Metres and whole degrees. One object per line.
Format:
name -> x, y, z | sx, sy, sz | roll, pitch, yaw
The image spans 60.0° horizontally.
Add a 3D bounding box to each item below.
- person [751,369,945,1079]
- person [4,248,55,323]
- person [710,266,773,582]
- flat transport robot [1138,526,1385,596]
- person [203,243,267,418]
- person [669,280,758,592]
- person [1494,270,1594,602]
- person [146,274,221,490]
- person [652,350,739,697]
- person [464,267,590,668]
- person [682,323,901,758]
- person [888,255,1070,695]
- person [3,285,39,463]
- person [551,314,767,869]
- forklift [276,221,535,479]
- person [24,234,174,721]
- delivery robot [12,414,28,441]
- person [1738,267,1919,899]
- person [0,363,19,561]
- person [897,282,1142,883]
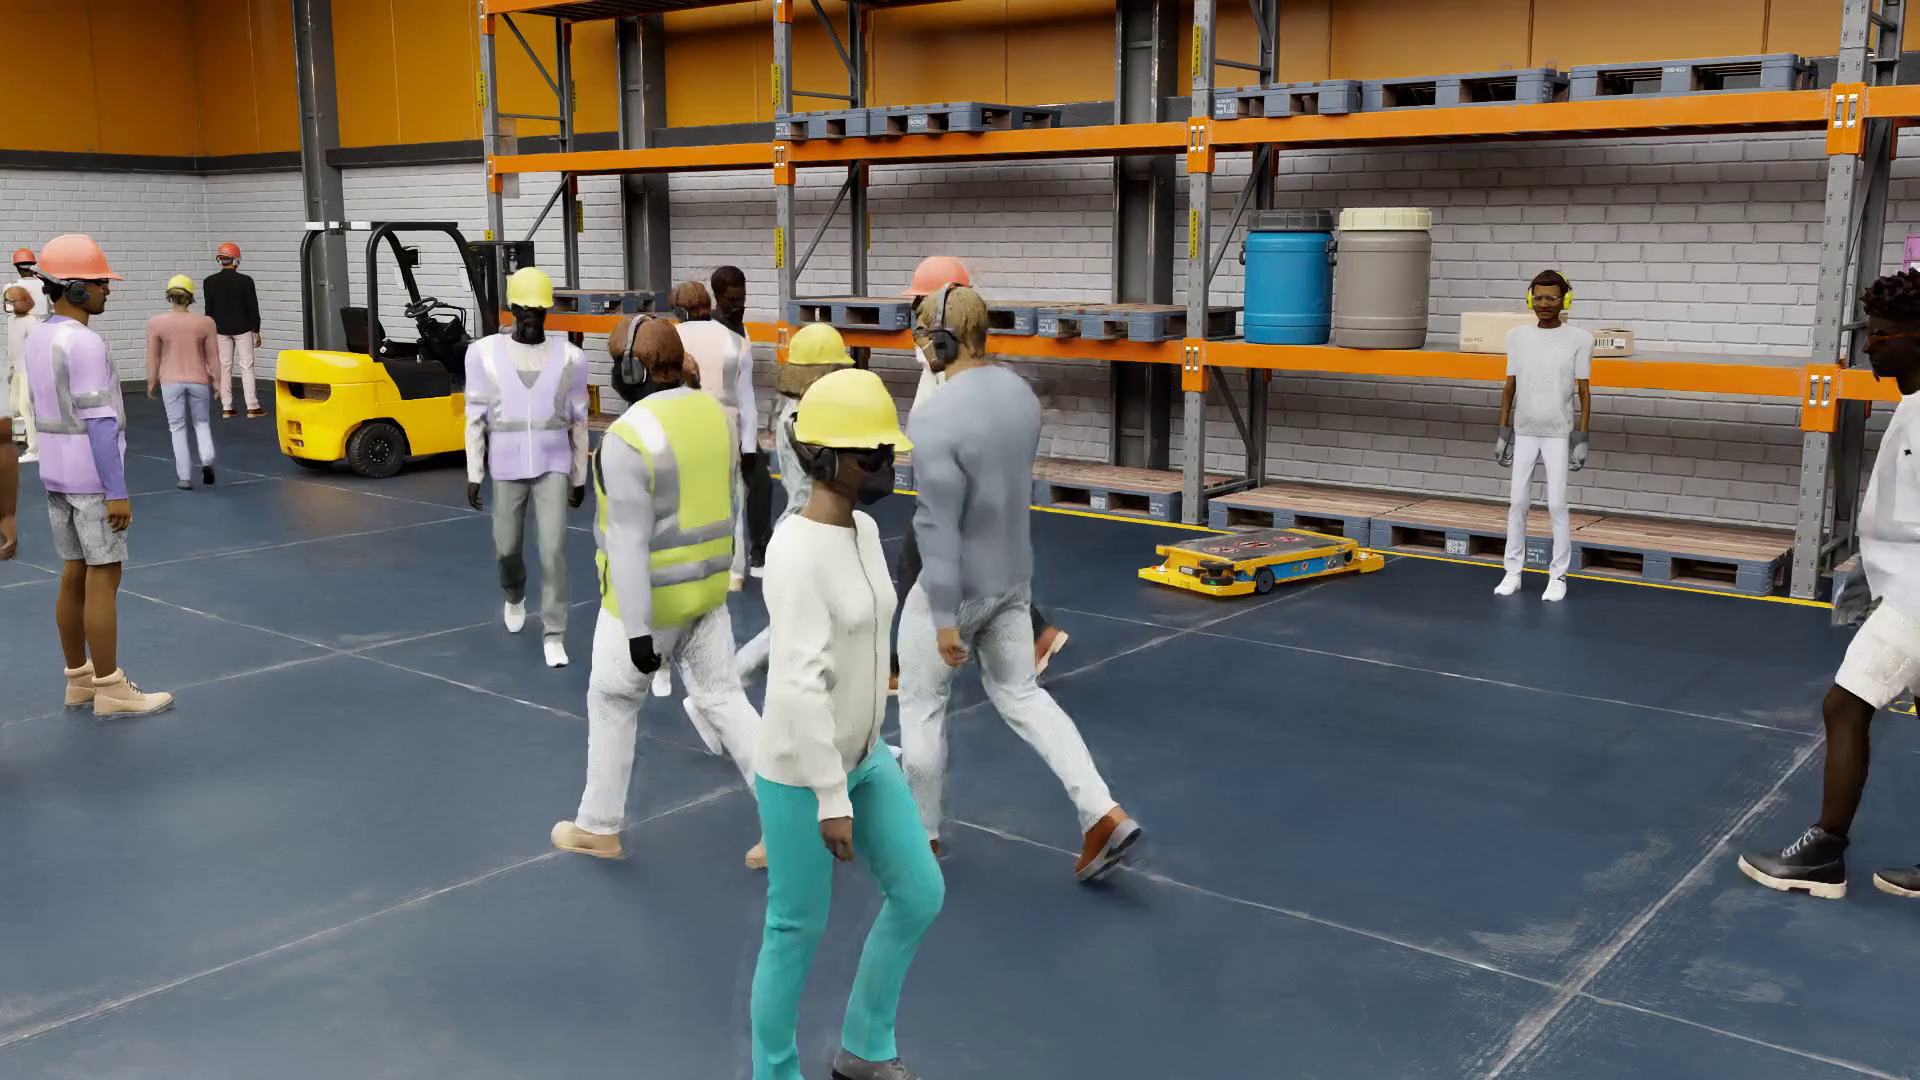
person -> -0.246, 0.503, 3.672 | 0.550, 1.750, 0.536 | 4, 11, 22
person -> -10.102, -2.201, 18.136 | 0.374, 1.929, 0.542 | 9, 13, 39
person -> -1.275, -0.640, 9.655 | 0.762, 1.871, 0.616 | 3, 11, 16
flat transport robot -> 1.813, 0.110, 9.927 | 1.431, 0.197, 0.652 | -8, 13, -36
person -> -8.277, -2.385, 18.988 | 0.608, 1.989, 0.386 | 0, 10, 0
person -> -1.436, -0.535, 9.266 | 0.630, 1.814, 0.816 | -2, 10, -13
person -> 3.288, -0.585, 9.386 | 0.512, 1.862, 0.322 | 8, 13, 36
person -> -6.297, -1.270, 13.497 | 0.541, 1.750, 0.379 | -6, 12, -32
person -> -1.200, -0.026, 7.088 | 0.512, 1.594, 0.922 | -3, 11, -16
person -> -2.104, -0.379, 8.120 | 0.603, 1.901, 0.816 | -3, 11, -16
person -> -0.652, 0.027, 6.371 | 0.777, 1.717, 0.489 | -2, 10, -10
person -> 0.010, -0.270, 7.358 | 0.925, 1.967, 0.622 | 0, 10, 2
person -> -8.496, -1.523, 15.226 | 0.517, 1.614, 0.453 | 8, 13, 39
person -> -0.890, 0.180, 5.318 | 0.933, 1.805, 0.620 | 6, 12, 29
forklift -> -4.922, -1.741, 14.854 | 1.214, 2.155, 2.313 | 8, 13, 38
person -> -3.682, -0.258, 7.053 | 0.605, 2.044, 0.374 | 9, 13, 40
delivery robot -> -9.143, -1.211, 16.199 | 0.477, 0.478, 0.707 | -2, 11, -12
person -> 2.809, 0.153, 5.071 | 0.808, 1.930, 0.619 | 7, 12, 33
person -> -4.000, -0.128, 6.341 | 0.712, 2.000, 0.881 | -7, 12, -33
person -> 0.107, 0.155, 5.190 | 0.934, 1.903, 0.644 | 8, 13, 38
